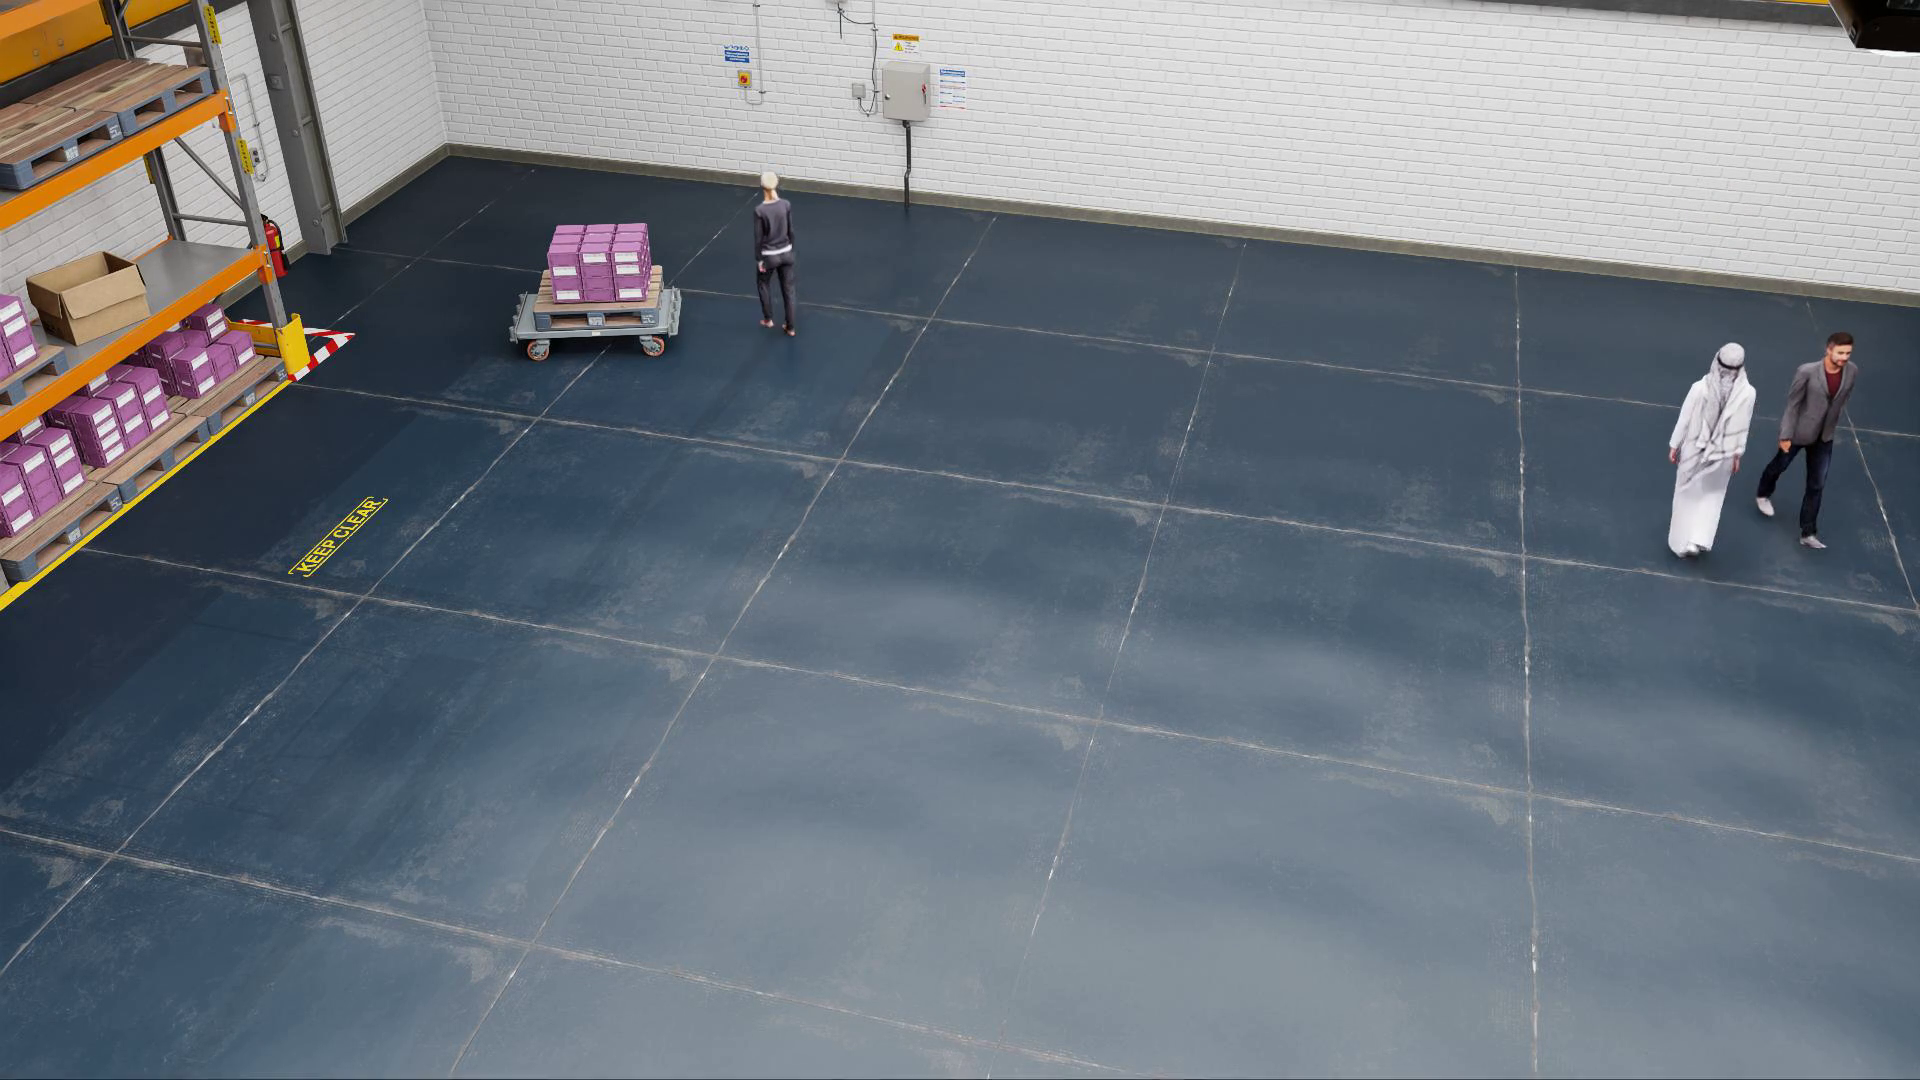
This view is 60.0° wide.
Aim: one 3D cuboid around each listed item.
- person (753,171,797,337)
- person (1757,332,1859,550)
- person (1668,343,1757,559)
[{"bbox_3d":[-1.818,-2.842,16.691,0.785,1.709,0.843,-12,36,-18],"label":"person"},{"bbox_3d":[6.925,-0.900,13.673,0.934,1.816,1.275,-1,34,-1],"label":"person"},{"bbox_3d":[5.936,-0.639,13.190,0.680,1.918,0.755,9,35,13],"label":"person"}]
